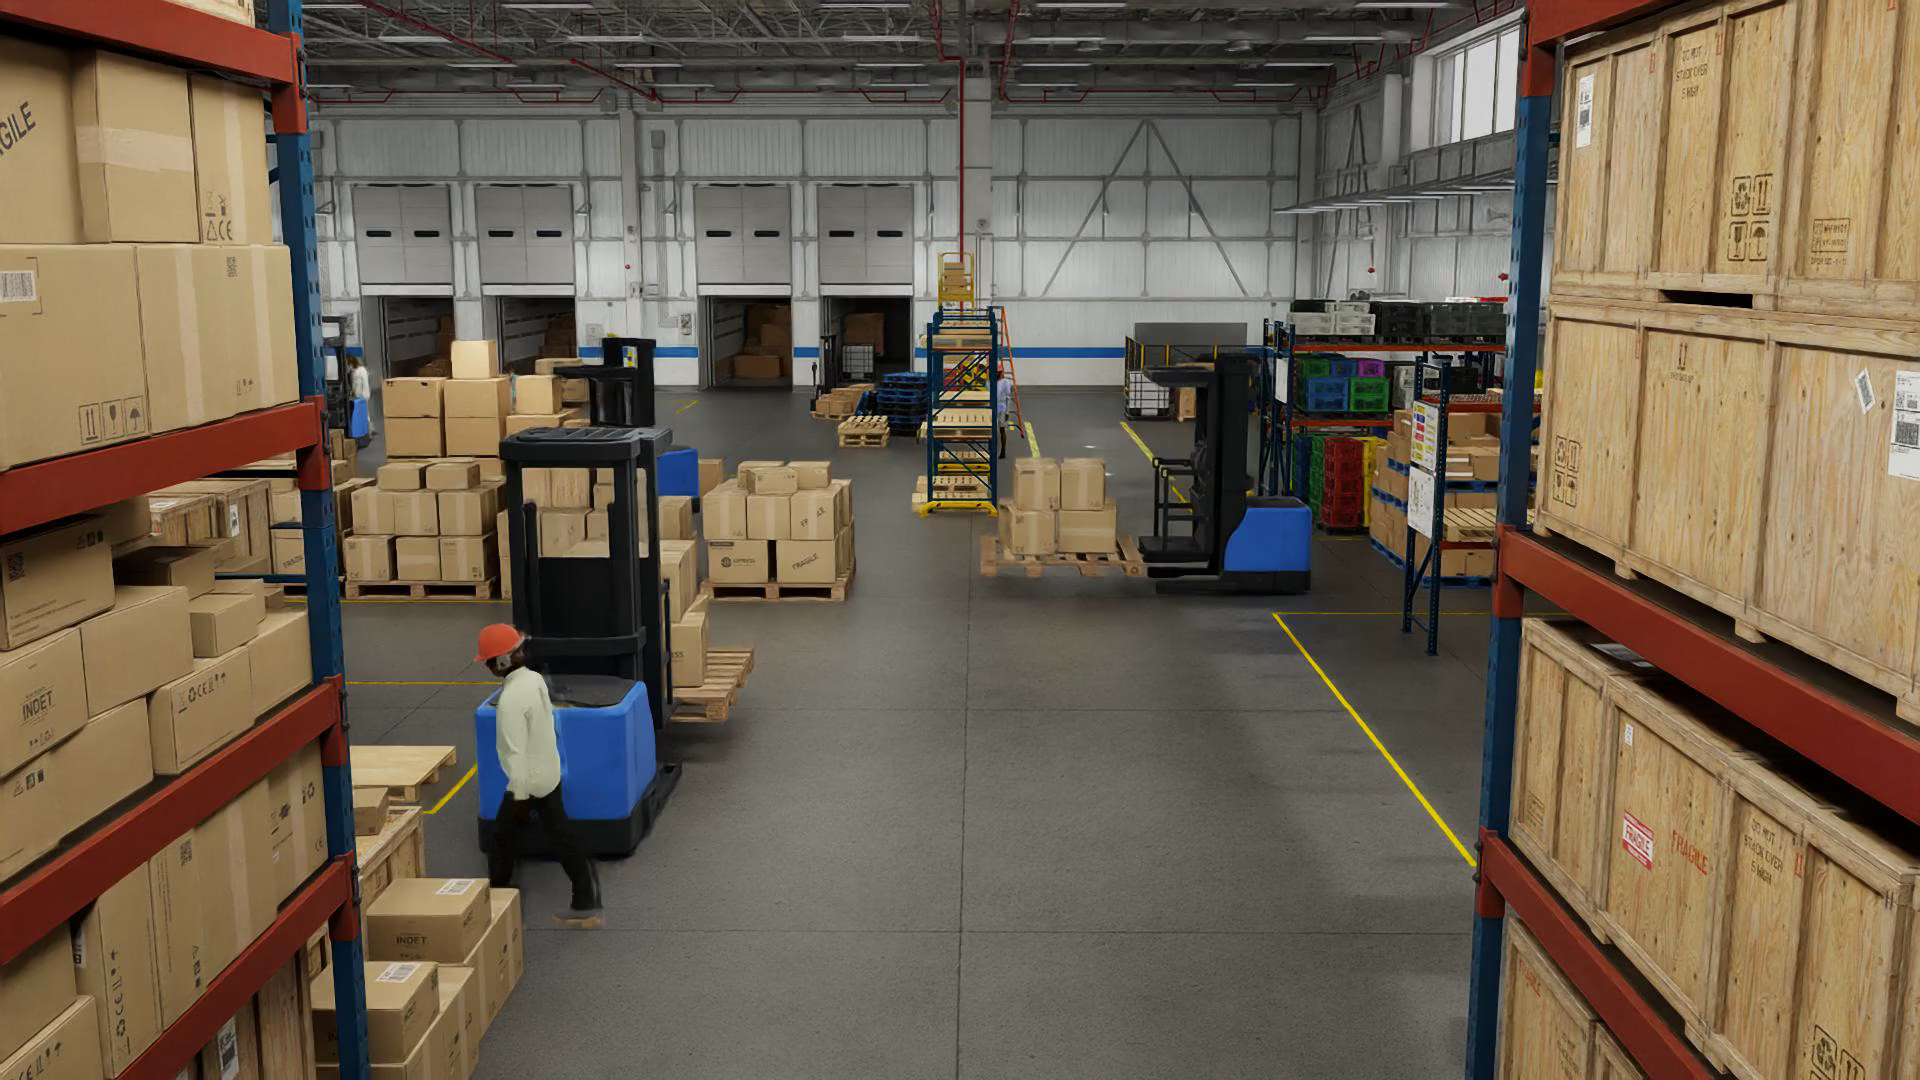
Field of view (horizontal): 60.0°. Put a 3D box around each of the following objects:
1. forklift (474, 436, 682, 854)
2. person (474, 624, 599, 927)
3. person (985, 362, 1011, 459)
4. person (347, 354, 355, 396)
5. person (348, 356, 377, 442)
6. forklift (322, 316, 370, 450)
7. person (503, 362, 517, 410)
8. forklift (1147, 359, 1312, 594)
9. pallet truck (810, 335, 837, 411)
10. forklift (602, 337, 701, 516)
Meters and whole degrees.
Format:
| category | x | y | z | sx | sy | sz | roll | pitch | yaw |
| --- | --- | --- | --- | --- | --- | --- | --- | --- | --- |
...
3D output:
| category | x | y | z | sx | sy | sz | roll | pitch | yaw |
| --- | --- | --- | --- | --- | --- | --- | --- | --- | --- |
| forklift | -2.755 | 0.647 | 11.970 | 1.129 | 2.768 | 1.873 | 0 | 10 | 1 |
| person | -2.684 | 1.449 | 10.063 | 0.984 | 1.923 | 0.725 | 1 | 10 | 4 |
| person | 0.736 | -2.598 | 33.405 | 0.552 | 1.937 | 0.356 | 4 | 11 | 22 |
| person | -14.051 | -3.346 | 38.077 | 0.879 | 1.809 | 0.545 | -9 | 13 | -41 |
| person | -13.029 | -3.054 | 36.136 | 0.456 | 1.907 | 0.729 | -2 | 10 | -11 |
| forklift | -12.995 | -3.188 | 34.094 | 1.129 | 2.768 | 1.873 | 0 | 10 | -1 |
| person | -10.259 | -3.291 | 38.322 | 0.445 | 1.622 | 0.513 | -4 | 11 | -24 |
| forklift | 3.309 | -0.802 | 20.328 | 1.873 | 2.768 | 1.129 | 0 | 10 | 1 |
| pallet truck | -3.021 | -4.312 | 43.126 | 1.885 | 1.965 | 0.823 | 3 | 10 | 17 |
| forklift | -5.028 | -1.701 | 25.518 | 1.129 | 2.768 | 1.873 | 8 | 13 | 40 |
